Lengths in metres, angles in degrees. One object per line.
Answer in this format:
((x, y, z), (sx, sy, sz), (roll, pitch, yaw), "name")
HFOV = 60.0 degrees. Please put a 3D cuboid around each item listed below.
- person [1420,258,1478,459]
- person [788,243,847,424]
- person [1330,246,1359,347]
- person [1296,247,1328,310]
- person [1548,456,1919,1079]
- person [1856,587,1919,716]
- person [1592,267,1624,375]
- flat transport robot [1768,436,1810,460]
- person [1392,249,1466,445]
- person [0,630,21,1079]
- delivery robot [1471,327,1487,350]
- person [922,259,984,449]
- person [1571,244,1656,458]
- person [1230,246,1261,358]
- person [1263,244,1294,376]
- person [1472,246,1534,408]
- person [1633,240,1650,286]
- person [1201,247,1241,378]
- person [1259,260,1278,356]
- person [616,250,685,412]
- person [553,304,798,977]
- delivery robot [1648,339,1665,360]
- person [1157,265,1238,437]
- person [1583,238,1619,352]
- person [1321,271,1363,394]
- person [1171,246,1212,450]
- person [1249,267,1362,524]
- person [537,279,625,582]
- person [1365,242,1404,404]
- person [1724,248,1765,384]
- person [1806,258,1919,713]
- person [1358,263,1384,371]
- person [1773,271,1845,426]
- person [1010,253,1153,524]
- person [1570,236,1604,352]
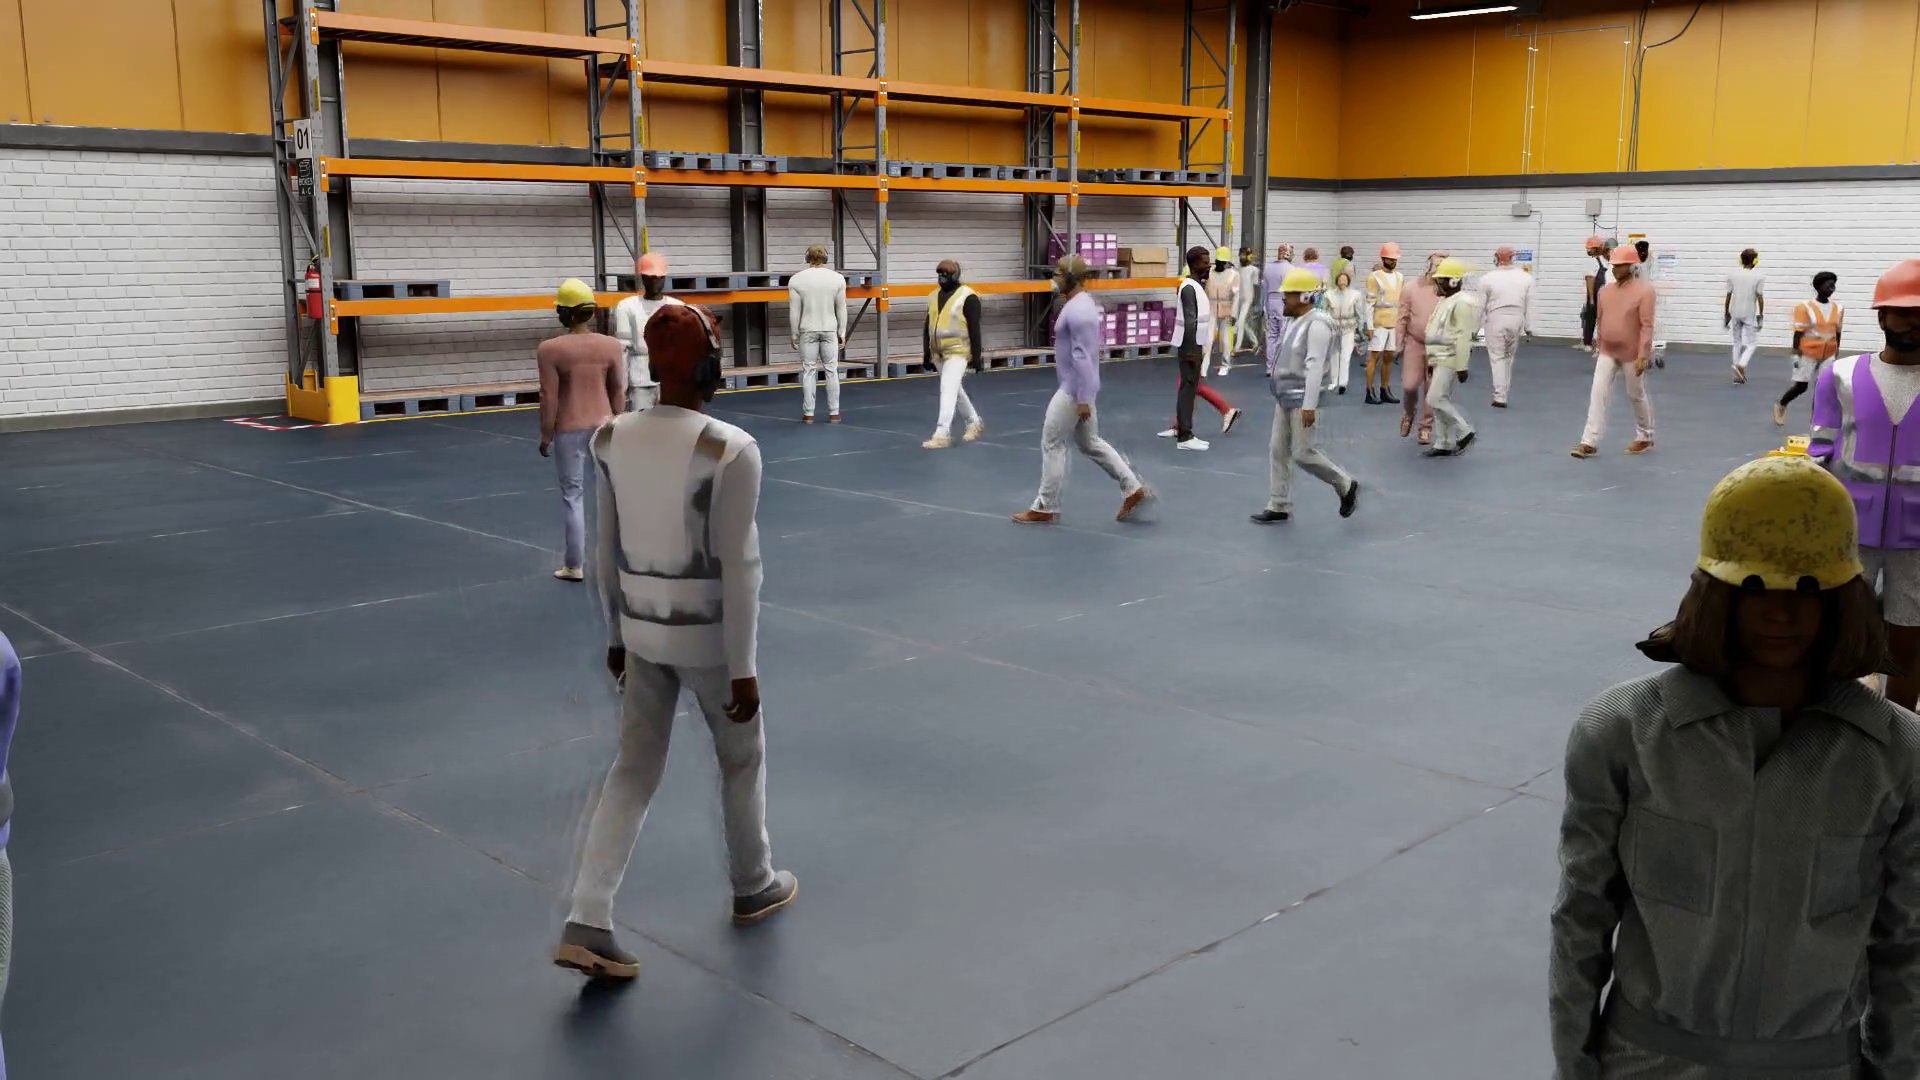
((4.382, -1.622, 14.985), (0.429, 1.815, 0.601), (1, 10, 4), "person")
((-1.526, -2.214, 17.896), (0.630, 1.940, 0.372), (-2, 11, -10), "person")
((6.986, -4.423, 30.240), (0.469, 1.832, 0.652), (-5, 11, -24), "person")
((5.822, -3.951, 27.681), (0.566, 1.826, 0.442), (3, 11, 16), "person")
((1.045, 0.751, 2.262), (0.484, 1.744, 0.295), (3, 11, 16), "person")
((4.076, -0.152, 6.957), (0.550, 1.824, 0.413), (1, 10, 5), "person")
((9.495, -3.324, 24.145), (0.603, 1.867, 0.493), (-9, 14, -42), "person")
((7.964, -0.828, 14.890), (1.431, 0.197, 0.652), (-7, 12, -32), "flat transport robot")
((4.547, -1.865, 16.133), (0.672, 1.883, 0.464), (2, 11, 12), "person")
((-1.364, 0.699, 2.012), (0.359, 1.938, 0.545), (1, 10, 5), "person")
((8.658, -3.397, 27.868), (0.707, 0.478, 0.477), (6, 12, 30), "delivery robot")
((-0.048, -1.808, 16.080), (0.934, 1.807, 0.641), (-10, 15, -44), "person")
((6.061, -1.722, 15.212), (1.019, 1.944, 0.635), (-7, 13, -34), "person")
((4.759, -3.964, 27.711), (0.880, 1.844, 0.511), (-8, 13, -37), "person")
((4.617, -3.264, 23.731), (0.406, 1.902, 0.637), (-6, 12, -30), "person")
((6.400, -2.535, 19.787), (0.681, 1.877, 0.826), (-1, 10, -4), "person")
((11.484, -4.132, 28.358), (0.601, 1.937, 0.641), (9, 13, 39), "person")
((3.703, -3.256, 23.817), (0.635, 1.877, 0.936), (3, 11, 18), "person")
((5.033, -3.640, 26.531), (0.527, 1.621, 0.410), (4, 11, 20), "person")
((-2.312, -1.224, 12.571), (0.553, 1.919, 0.808), (-2, 11, -12), "person")
((-0.797, 0.273, 4.598), (0.584, 1.849, 0.935), (6, 12, 28), "person")
((10.457, -2.973, 25.557), (0.477, 0.478, 0.707), (-5, 12, -27), "delivery robot")
((2.409, -1.894, 16.690), (0.752, 1.739, 0.532), (0, 10, 2), "person")
((11.016, -4.201, 28.451), (0.691, 2.000, 1.056), (0, 10, 1), "person")
((4.895, -2.677, 21.430), (0.537, 1.569, 0.968), (4, 11, 21), "person")
((2.203, -1.820, 15.802), (0.391, 1.920, 0.587), (2, 11, 11), "person")
((2.423, -0.990, 11.569), (0.694, 1.808, 0.598), (-2, 11, -12), "person")
((-2.216, -0.637, 9.762), (0.523, 1.771, 0.309), (-7, 12, -33), "person")
((5.124, -2.595, 19.979), (0.553, 1.934, 0.363), (-6, 12, -29), "person")
((10.599, -3.020, 22.519), (0.549, 1.858, 0.589), (10, 14, 43), "person")
((3.308, -0.026, 5.954), (0.545, 1.942, 0.351), (6, 12, 28), "person")
((6.265, -3.331, 24.929), (0.520, 1.598, 0.824), (0, 10, -1), "person")
((8.615, -1.887, 16.849), (0.537, 1.678, 0.641), (-1, 10, -4), "person")
((0.879, -1.041, 11.618), (0.955, 1.909, 0.642), (1, 10, 4), "person")
((11.017, -4.255, 28.874), (0.871, 1.989, 0.627), (1, 10, 8), "person")
